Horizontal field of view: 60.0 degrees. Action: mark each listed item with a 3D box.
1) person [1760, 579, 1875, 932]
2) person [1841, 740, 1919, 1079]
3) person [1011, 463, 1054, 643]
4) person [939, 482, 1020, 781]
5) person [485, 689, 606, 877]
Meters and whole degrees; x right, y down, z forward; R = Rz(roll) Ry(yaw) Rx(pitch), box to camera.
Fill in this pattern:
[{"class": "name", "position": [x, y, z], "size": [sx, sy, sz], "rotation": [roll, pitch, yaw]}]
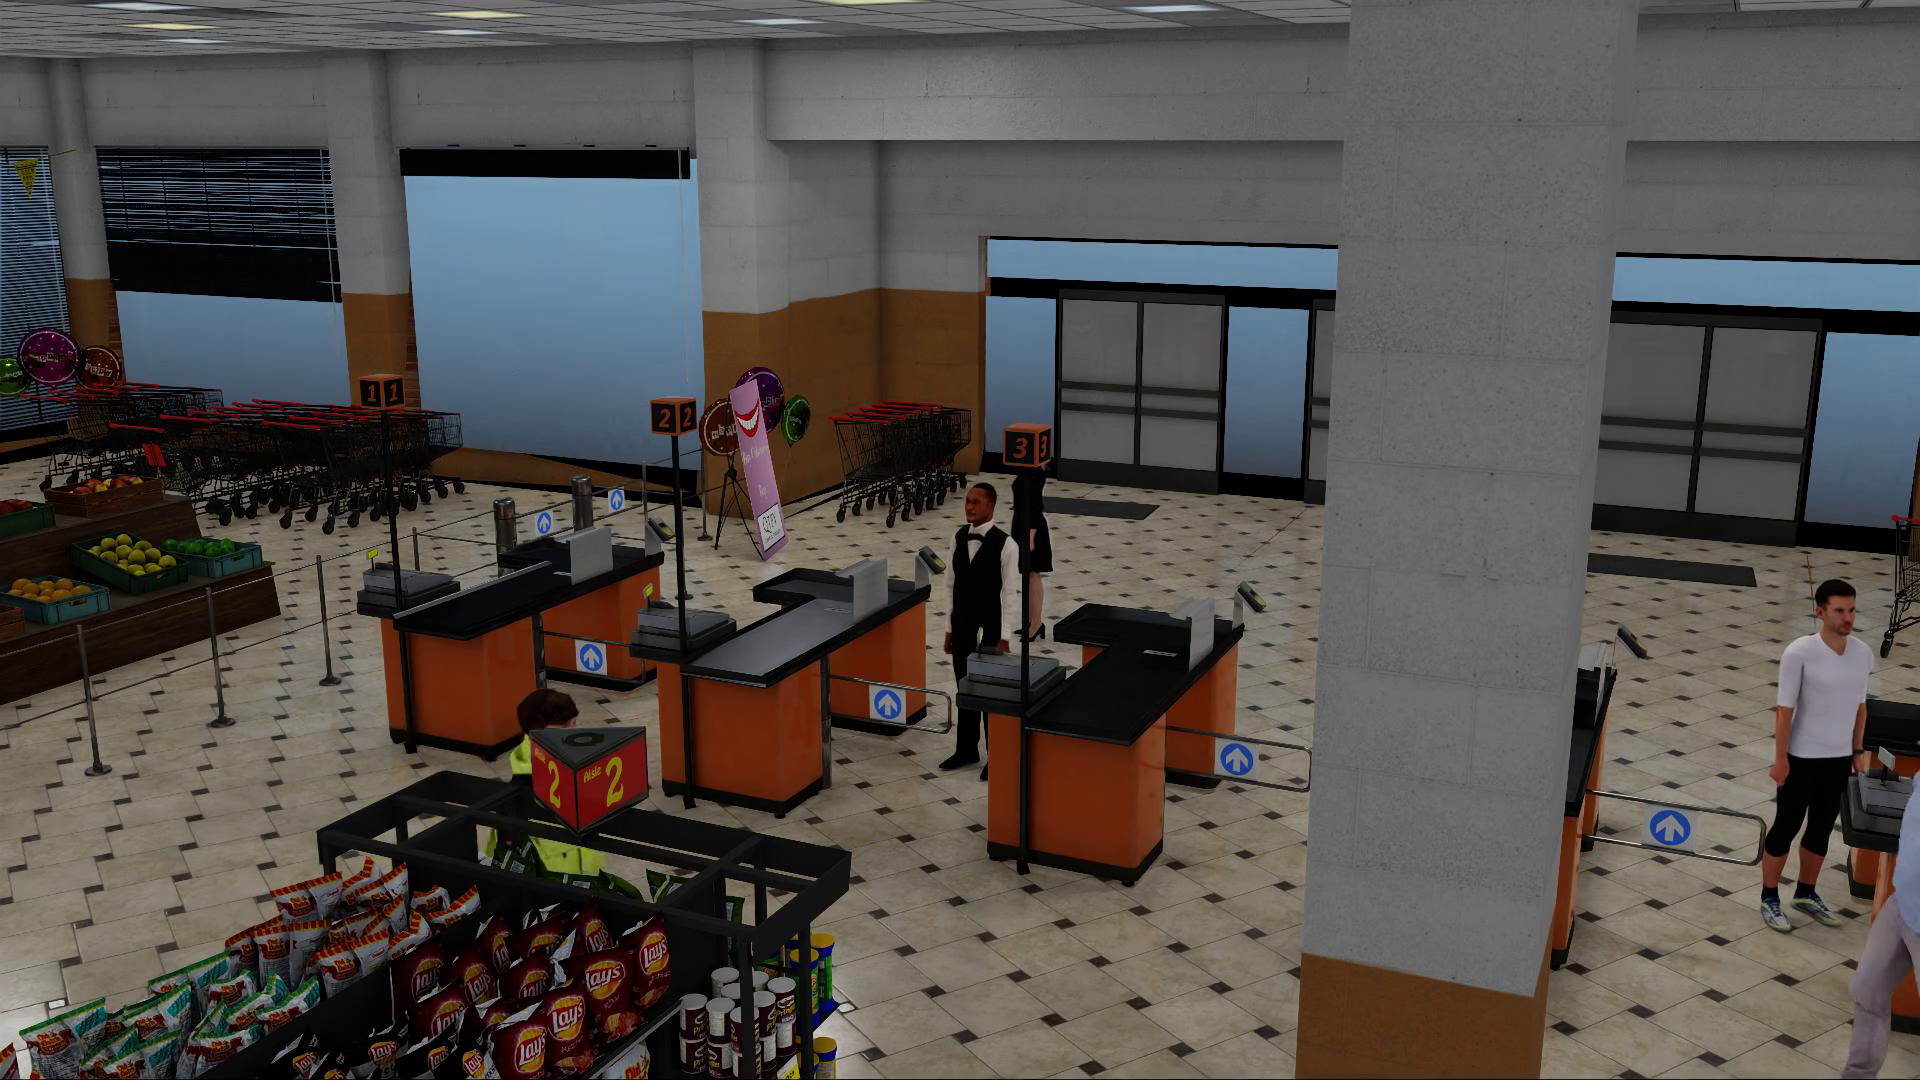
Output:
[{"class": "person", "position": [4.447, 1.099, 8.643], "size": [0.749, 1.851, 0.761], "rotation": [-2, 14, -7]}, {"class": "person", "position": [4.010, 1.566, 6.697], "size": [0.960, 1.860, 1.206], "rotation": [2, 14, 7]}, {"class": "person", "position": [0.566, -0.039, 13.559], "size": [0.762, 1.746, 0.669], "rotation": [-2, 14, -7]}, {"class": "person", "position": [0.138, 0.566, 10.694], "size": [0.720, 1.919, 0.631], "rotation": [9, 16, 33]}, {"class": "person", "position": [-1.691, 1.538, 6.589], "size": [0.898, 1.965, 0.929], "rotation": [4, 14, 17]}]
